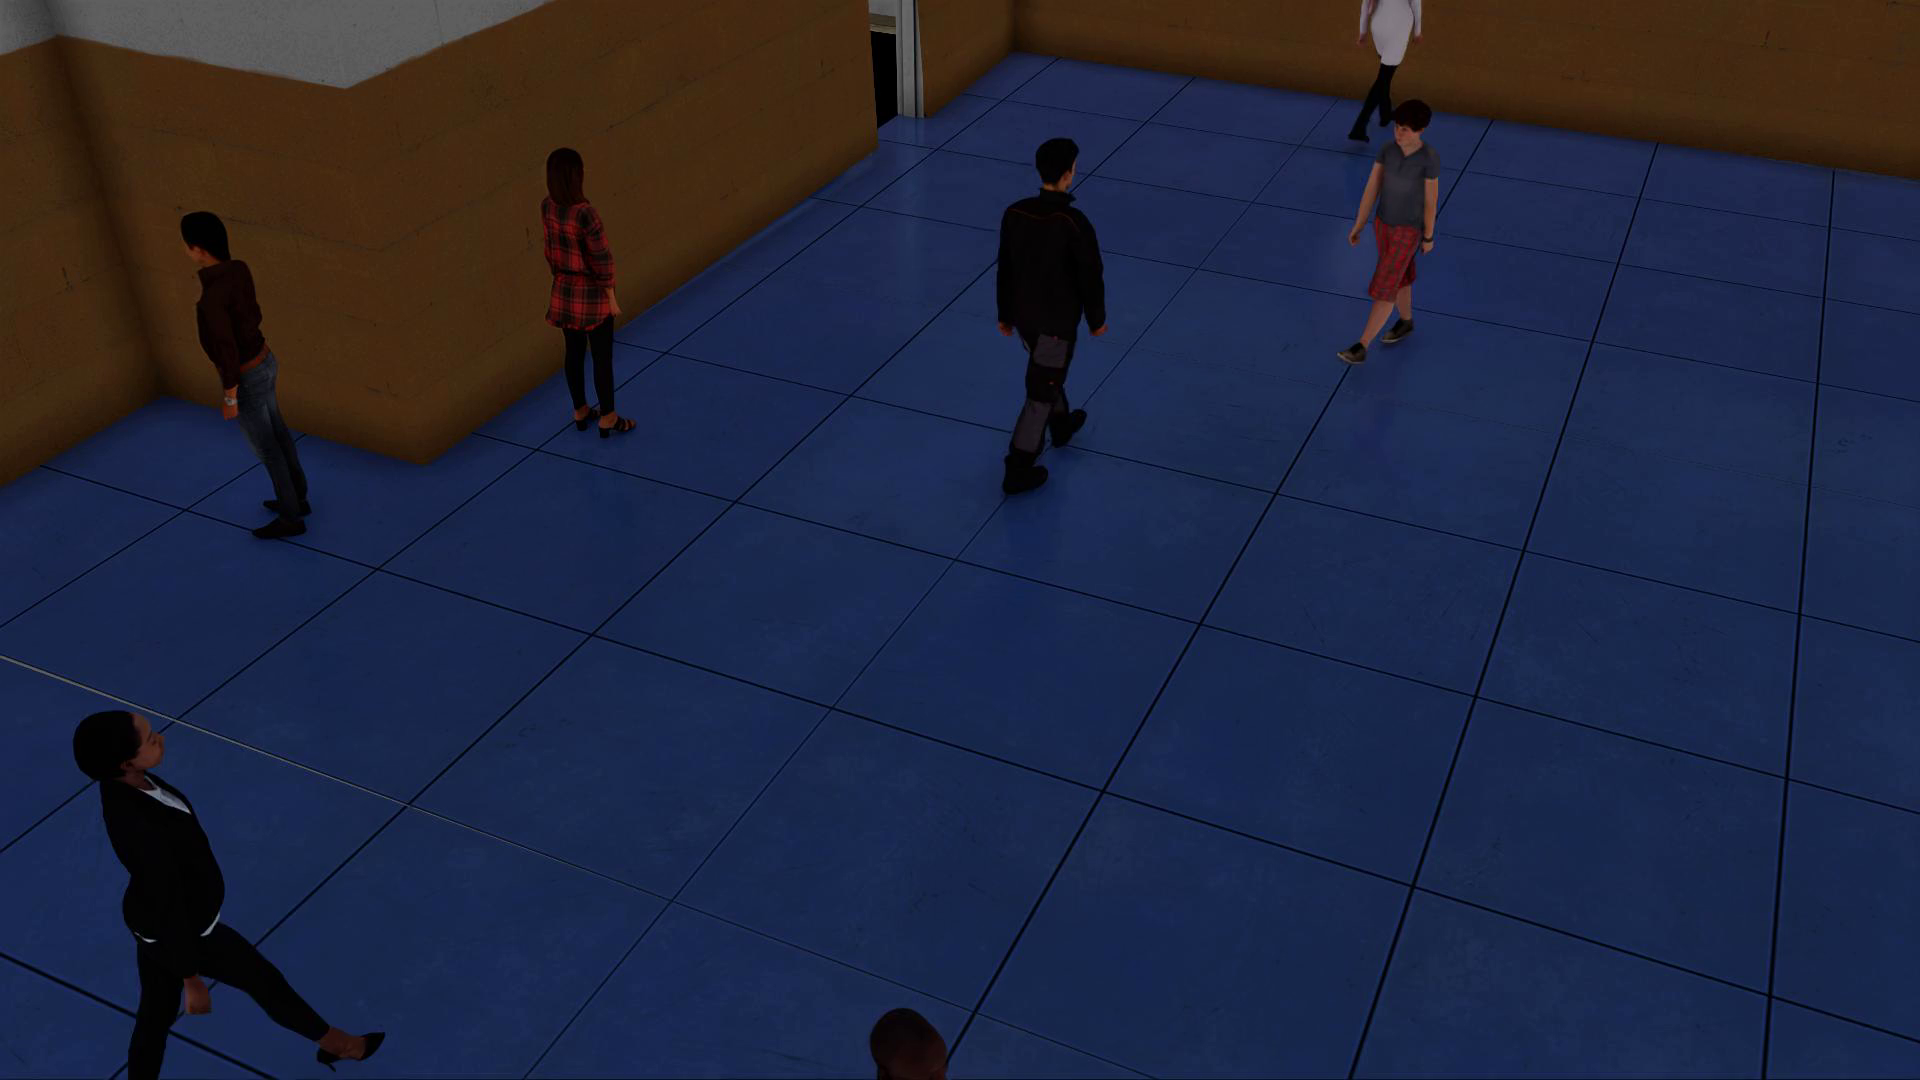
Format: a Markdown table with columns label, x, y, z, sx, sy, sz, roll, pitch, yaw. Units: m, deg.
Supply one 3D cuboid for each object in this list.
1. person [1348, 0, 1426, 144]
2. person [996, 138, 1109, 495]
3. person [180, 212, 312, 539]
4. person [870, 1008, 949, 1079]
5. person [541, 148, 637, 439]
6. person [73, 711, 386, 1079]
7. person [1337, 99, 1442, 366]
| label | x | y | z | sx | sy | sz | roll | pitch | yaw |
| --- | --- | --- | --- | --- | --- | --- | --- | --- | --- |
| person | 3.395 | -4.025 | 13.250 | 1.174 | 1.765 | 0.971 | 28 | 43 | 36 |
| person | 0.396 | -1.125 | 8.758 | 1.128 | 1.913 | 0.979 | 28 | 43 | 35 |
| person | -3.598 | -0.828 | 8.435 | 0.702 | 1.777 | 0.718 | -2 | 34 | -4 |
| person | -0.157 | 1.864 | 4.403 | 0.593 | 1.761 | 0.675 | 10 | 35 | 14 |
| person | -2.115 | -1.377 | 9.327 | 0.533 | 1.703 | 0.707 | 20 | 39 | 27 |
| person | -2.523 | 1.305 | 5.224 | 1.002 | 1.781 | 1.143 | -25 | 41 | -33 |
| person | 2.741 | -1.906 | 10.191 | 0.959 | 1.614 | 1.107 | -24 | 40 | -31 |
